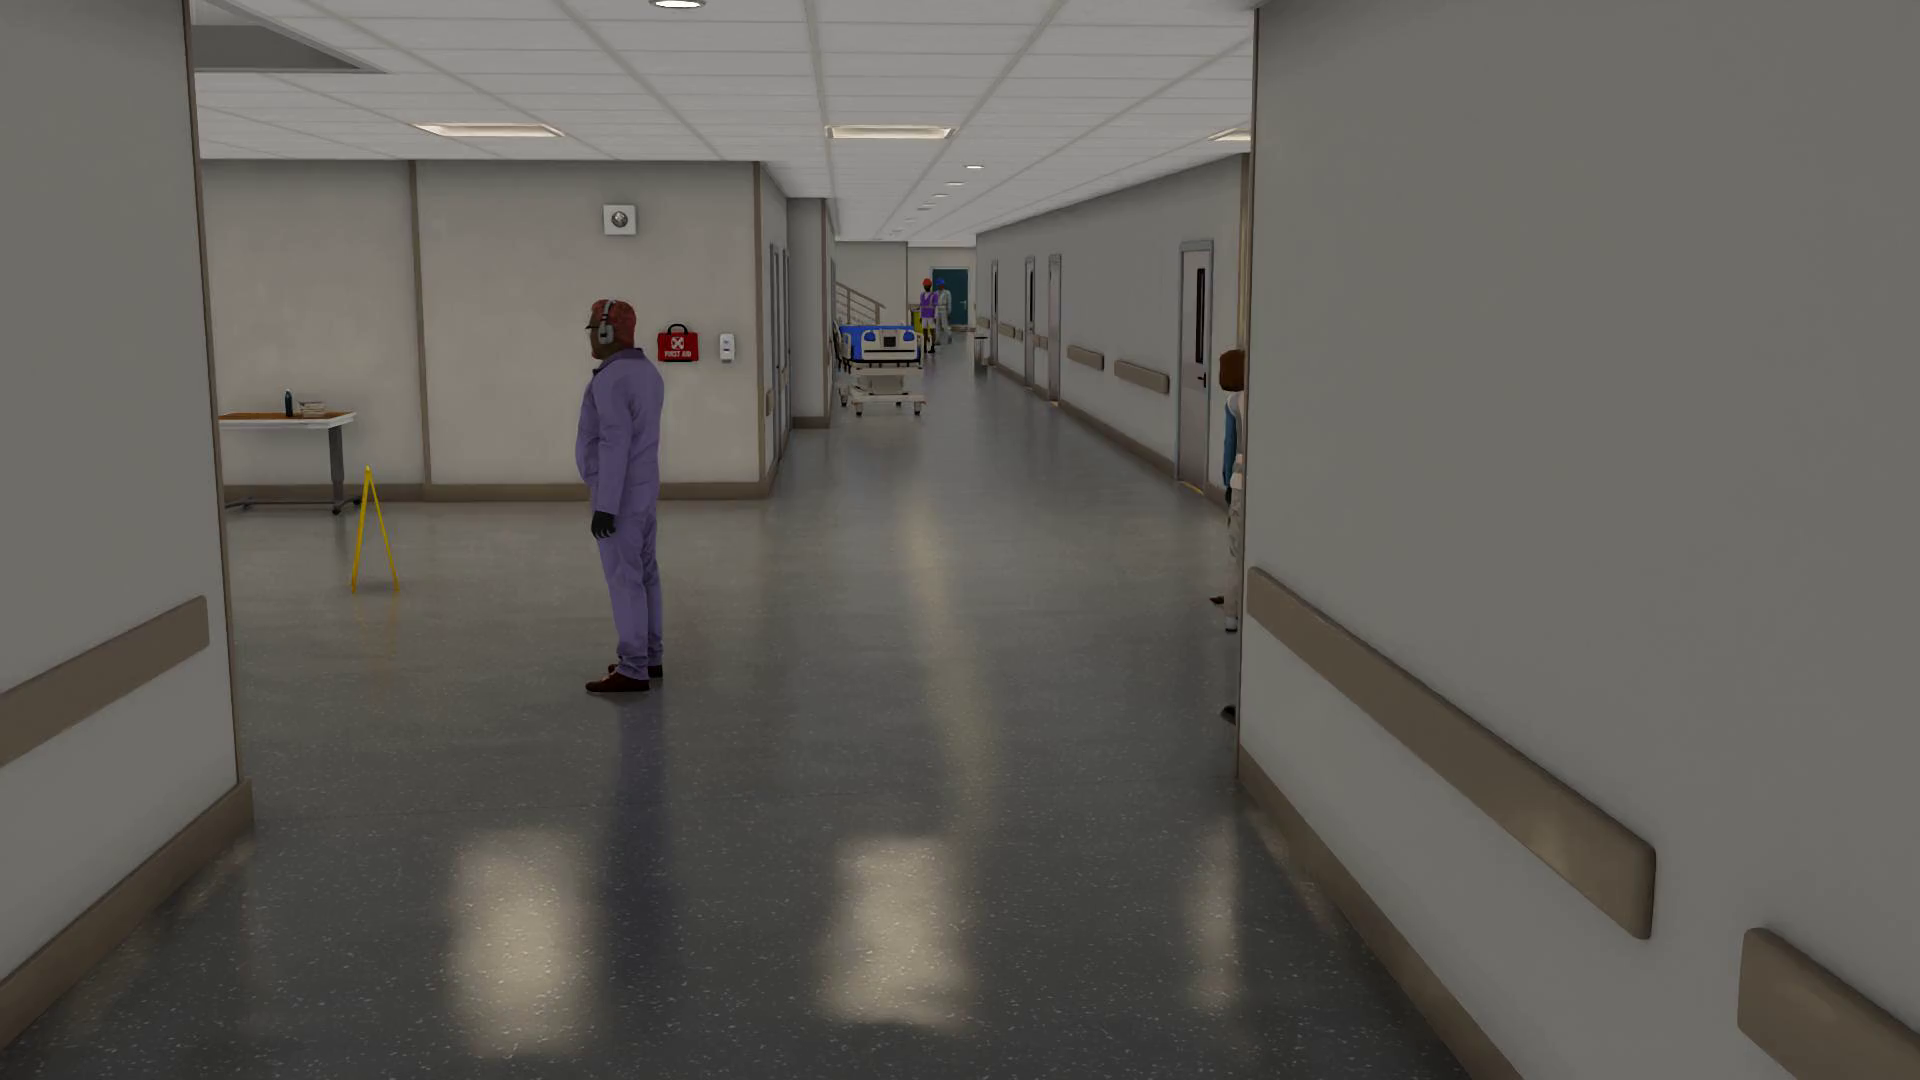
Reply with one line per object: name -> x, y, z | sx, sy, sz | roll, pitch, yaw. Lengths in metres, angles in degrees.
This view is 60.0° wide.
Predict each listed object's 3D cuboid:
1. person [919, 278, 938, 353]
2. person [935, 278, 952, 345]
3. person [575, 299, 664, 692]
person -> -0.834, -5.835, 43.310 | 0.543, 1.939, 0.370 | 6, 11, 33
person -> -0.525, -6.591, 48.085 | 0.621, 1.927, 0.584 | 7, 12, 39
person -> -1.668, -0.215, 8.127 | 0.403, 1.906, 0.651 | 1, 9, 7
